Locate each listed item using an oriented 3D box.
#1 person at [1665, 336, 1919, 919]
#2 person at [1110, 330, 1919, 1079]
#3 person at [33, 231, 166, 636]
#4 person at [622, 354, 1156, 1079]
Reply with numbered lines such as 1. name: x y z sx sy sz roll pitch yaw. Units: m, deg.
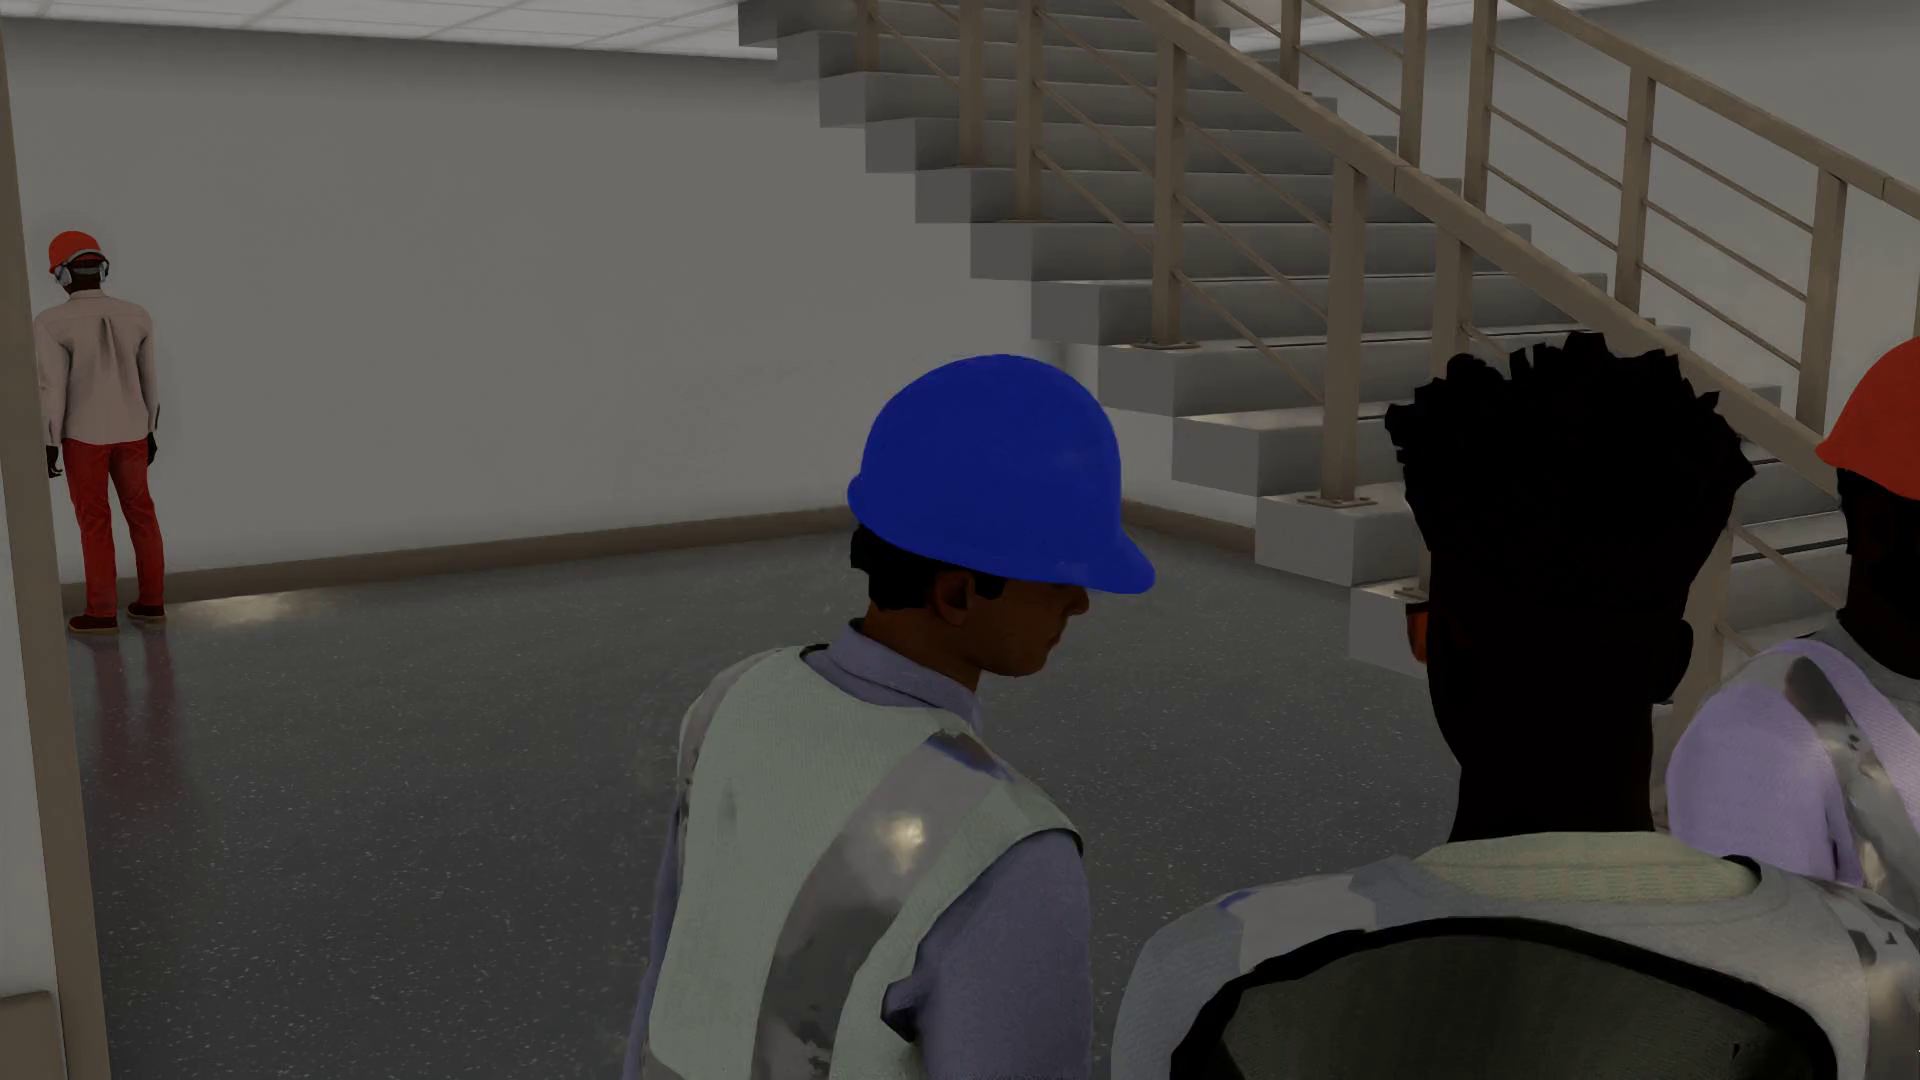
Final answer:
1. person: 0.964 0.731 1.794 0.542 1.930 0.375 -9 14 -40
2. person: 0.383 0.831 1.225 0.621 1.950 0.388 -2 11 -9
3. person: -4.259 -0.521 8.228 0.393 1.985 0.611 6 12 29
4. person: -0.099 0.764 1.691 0.834 1.893 0.630 -5 12 -26
